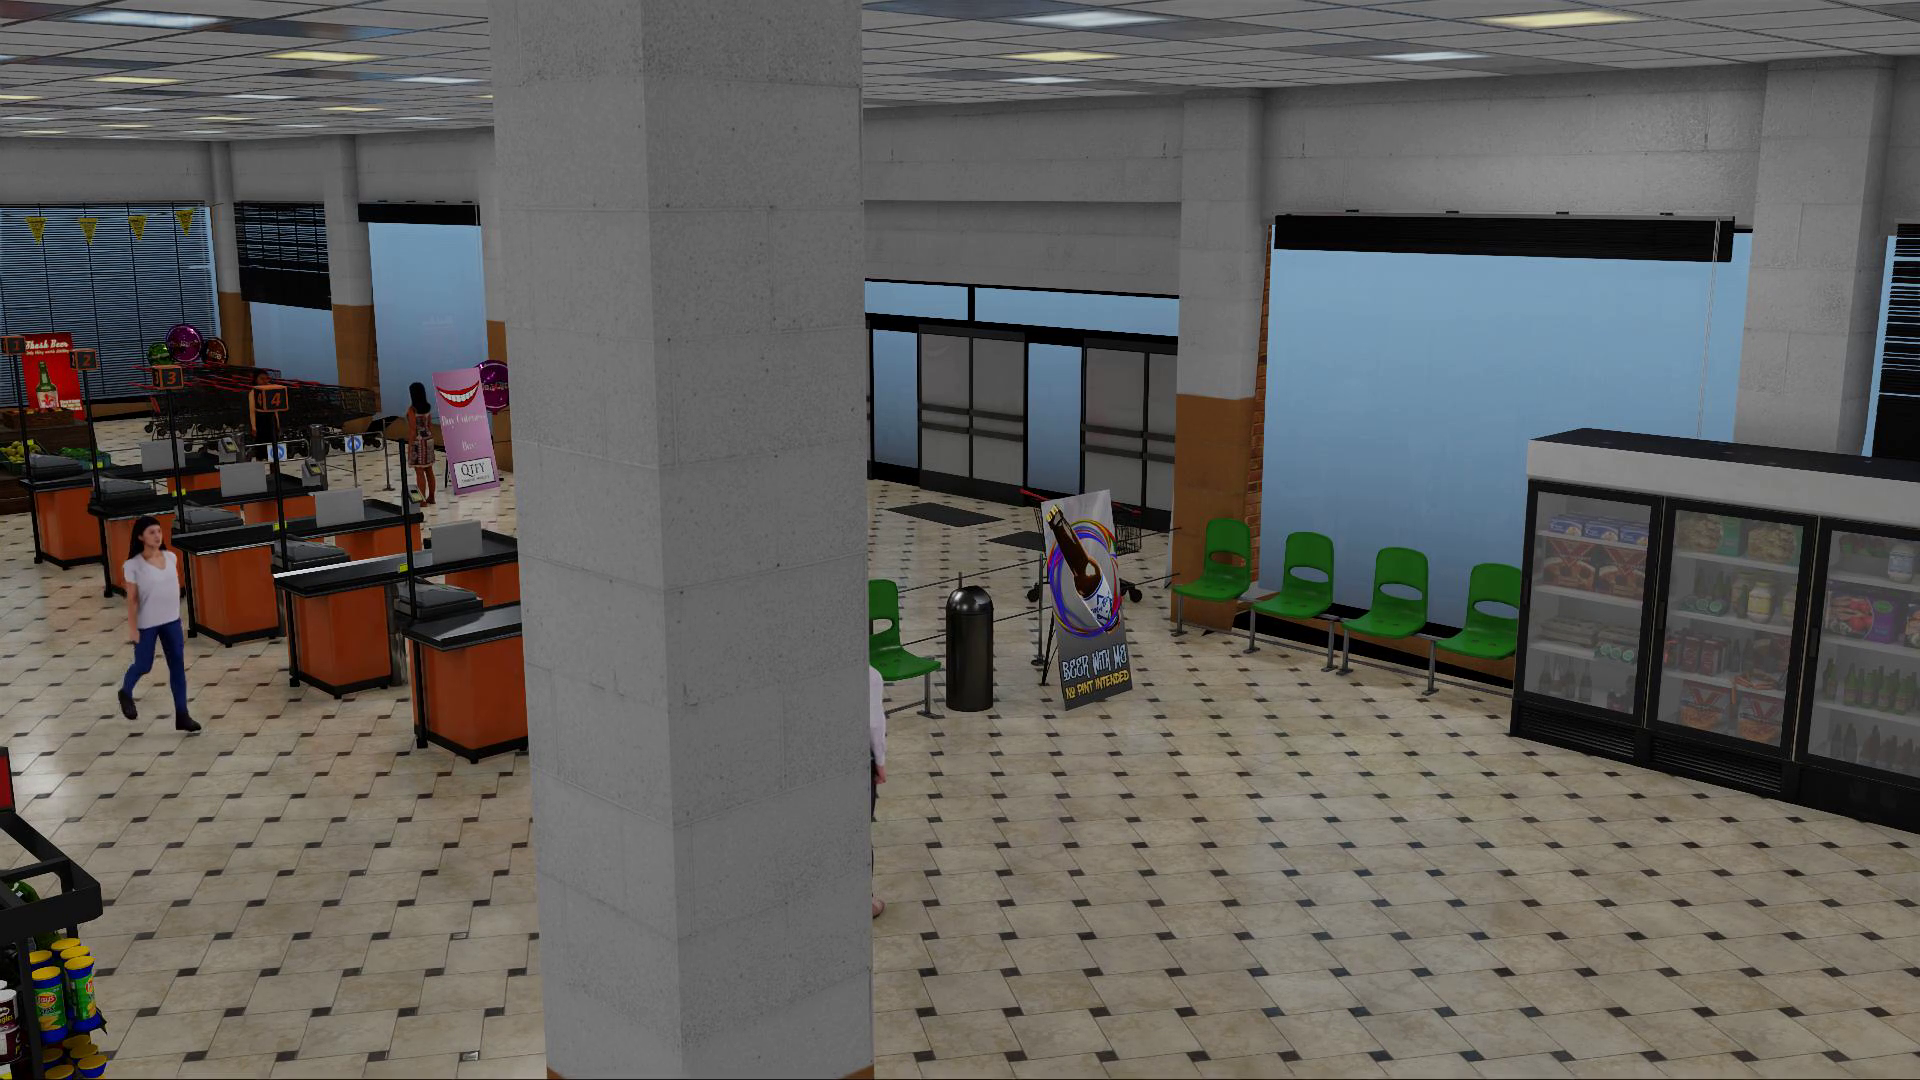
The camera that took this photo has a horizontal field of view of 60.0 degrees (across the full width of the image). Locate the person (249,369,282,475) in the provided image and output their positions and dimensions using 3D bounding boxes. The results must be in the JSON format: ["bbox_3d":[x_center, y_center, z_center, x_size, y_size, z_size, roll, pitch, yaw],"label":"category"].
[{"bbox_3d":[-9.785,-1.578,23.434,0.670,1.654,0.525,8,15,35],"label":"person"}]

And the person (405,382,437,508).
[{"bbox_3d":[-7.128,-1.272,21.999,0.784,1.645,0.643,4,12,17],"label":"person"}]

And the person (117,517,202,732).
[{"bbox_3d":[-6.237,0.664,12.768,0.869,1.661,1.091,7,14,29],"label":"person"}]
